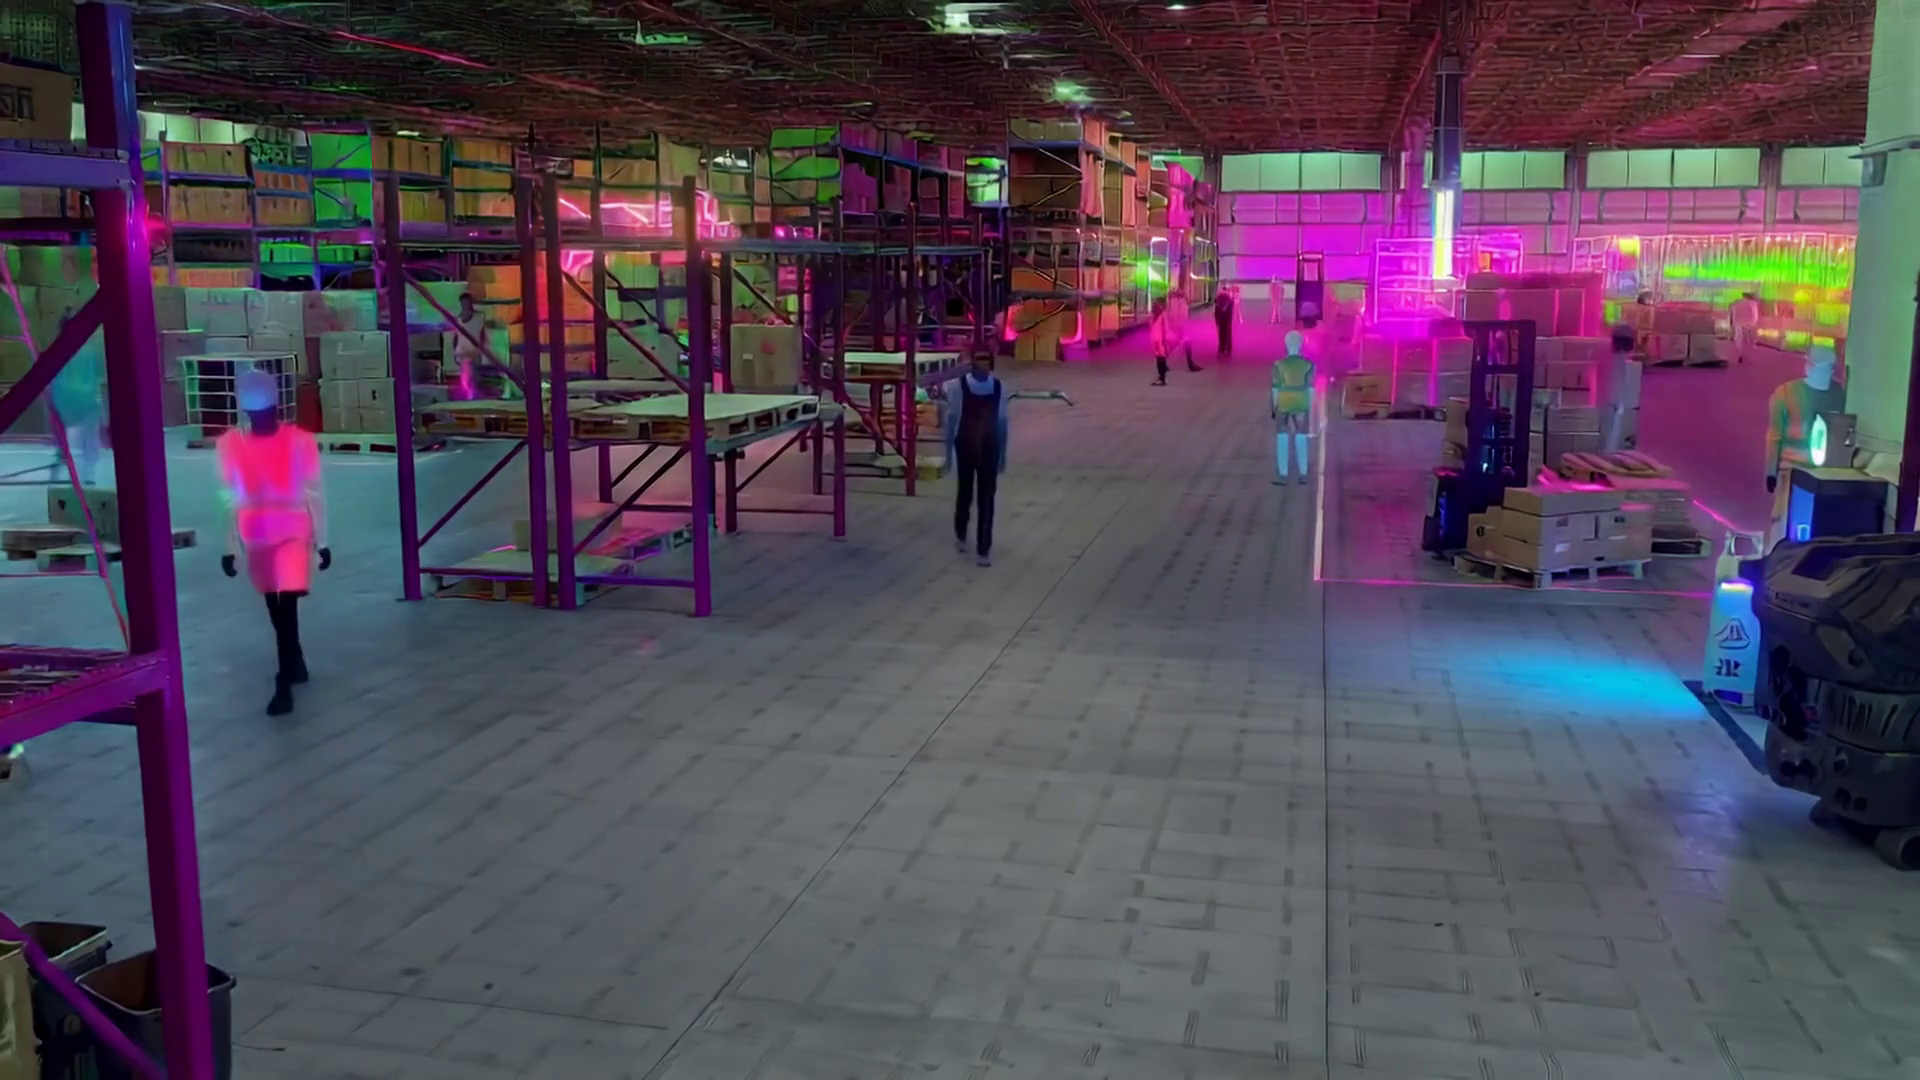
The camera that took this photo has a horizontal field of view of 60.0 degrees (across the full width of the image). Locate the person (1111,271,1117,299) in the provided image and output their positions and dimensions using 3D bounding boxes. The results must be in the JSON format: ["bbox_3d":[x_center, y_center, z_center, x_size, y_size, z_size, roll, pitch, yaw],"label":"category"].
[{"bbox_3d":[8.430,-13.643,90.105,0.652,1.824,0.632,0,10,2],"label":"person"}]

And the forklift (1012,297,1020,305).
[{"bbox_3d":[2.440,-8.571,56.959,1.129,2.768,1.873,2,10,12],"label":"forklift"}]

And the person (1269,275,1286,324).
[{"bbox_3d":[12.284,-9.314,64.321,0.656,1.880,1.050,3,10,18],"label":"person"}]

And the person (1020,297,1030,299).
[{"bbox_3d":[2.177,-7.465,53.908,0.538,1.695,0.319,-5,11,-26],"label":"person"}]

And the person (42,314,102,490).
[{"bbox_3d":[-9.218,-1.385,17.257,0.714,1.916,0.622,4,10,23],"label":"person"}]

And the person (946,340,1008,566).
[{"bbox_3d":[0.136,-0.711,13.508,0.530,1.835,0.512,-2,10,-12],"label":"person"}]

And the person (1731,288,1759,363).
[{"bbox_3d":[18.685,-5.102,39.607,0.599,1.808,0.812,3,10,15],"label":"person"}]

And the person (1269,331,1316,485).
[{"bbox_3d":[3.635,-1.439,18.230,0.533,1.697,0.318,-2,10,-10],"label":"person"}]

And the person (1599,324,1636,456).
[{"bbox_3d":[7.353,-1.558,18.769,0.451,1.743,0.546,2,10,13],"label":"person"}]

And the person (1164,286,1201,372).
[{"bbox_3d":[4.804,-4.600,36.384,0.976,1.900,0.559,-4,10,-23],"label":"person"}]

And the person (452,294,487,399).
[{"bbox_3d":[-8.031,-3.073,27.264,0.587,1.914,0.390,1,10,8],"label":"person"}]

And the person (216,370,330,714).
[{"bbox_3d":[-3.859,-0.030,9.373,0.554,1.879,1.027,-2,10,-10],"label":"person"}]

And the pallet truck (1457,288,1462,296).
[{"bbox_3d":[20.506,-9.785,68.819,0.653,1.274,1.630,2,10,12],"label":"pallet truck"}]

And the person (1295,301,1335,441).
[{"bbox_3d":[4.770,-2.279,22.556,0.637,1.908,0.473,9,13,44],"label":"person"}]

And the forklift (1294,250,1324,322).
[{"bbox_3d":[13.778,-10.002,65.433,1.129,2.768,1.873,2,10,12],"label":"forklift"}]

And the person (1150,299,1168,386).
[{"bbox_3d":[3.905,-3.860,32.579,0.319,1.692,0.533,0,10,-3],"label":"person"}]

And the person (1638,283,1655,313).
[{"bbox_3d":[23.248,-7.858,56.310,0.539,1.676,0.695,2,10,14],"label":"person"}]

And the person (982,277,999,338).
[{"bbox_3d":[0.963,-7.346,52.585,0.643,1.909,0.410,-5,11,-28],"label":"person"}]

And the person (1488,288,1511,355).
[{"bbox_3d":[12.432,-4.890,38.316,0.988,1.818,0.518,3,10,16],"label":"person"}]

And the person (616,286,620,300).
[{"bbox_3d":[-6.852,-4.106,33.298,0.608,1.947,0.584,-9,13,-44],"label":"person"}]

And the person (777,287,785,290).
[{"bbox_3d":[-7.684,-10.373,70.465,0.557,1.916,0.500,0,10,2],"label":"person"}]

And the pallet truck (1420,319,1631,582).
[{"bbox_3d":[4.543,-0.757,13.299,0.823,1.965,1.885,-4,10,-22],"label":"pallet truck"}]

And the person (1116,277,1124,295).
[{"bbox_3d":[8.185,-12.896,85.324,0.388,1.947,0.615,-6,12,-33],"label":"person"}]

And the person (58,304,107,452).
[{"bbox_3d":[-11.279,-2.068,21.345,0.530,1.904,0.568,-8,12,-40],"label":"person"}]

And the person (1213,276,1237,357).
[{"bbox_3d":[6.701,-5.693,42.403,0.538,2.000,0.684,9,13,42],"label":"person"}]

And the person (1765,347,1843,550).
[{"bbox_3d":[6.247,-0.495,12.215,0.633,1.840,0.429,1,10,6],"label":"person"}]

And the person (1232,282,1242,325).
[{"bbox_3d":[10.467,-8.964,63.040,0.499,1.618,0.539,5,11,29],"label":"person"}]
